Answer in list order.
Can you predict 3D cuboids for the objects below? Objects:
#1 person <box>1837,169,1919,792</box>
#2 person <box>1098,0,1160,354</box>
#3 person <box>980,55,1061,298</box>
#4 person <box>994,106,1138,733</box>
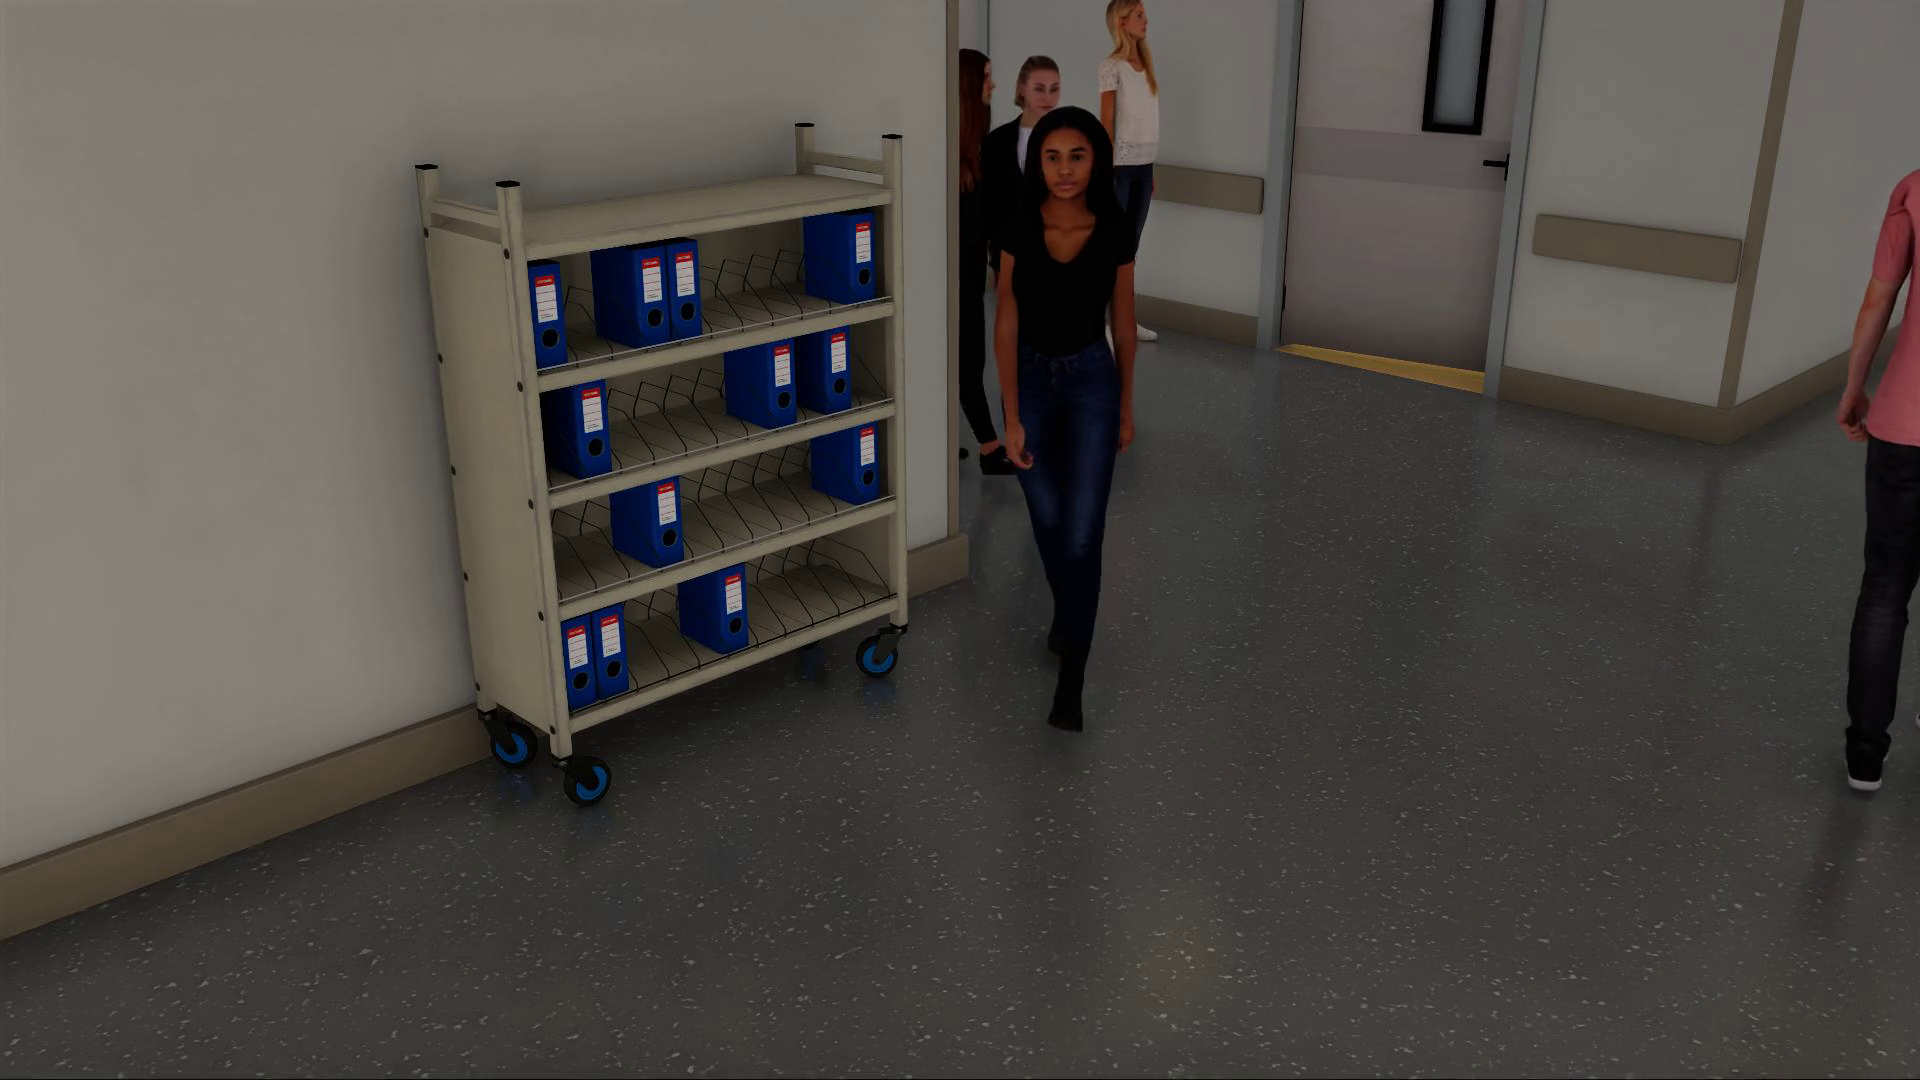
[{"bbox_3d":[2.482,-0.260,4.197,0.774,1.940,1.018,14,25,33],"label":"person"},{"bbox_3d":[0.859,-1.929,8.792,0.670,1.808,0.476,16,26,36],"label":"person"},{"bbox_3d":[0.316,-1.101,6.792,0.760,1.675,0.809,3,21,8],"label":"person"},{"bbox_3d":[0.285,-0.369,4.854,1.004,1.680,1.181,3,21,7],"label":"person"}]
